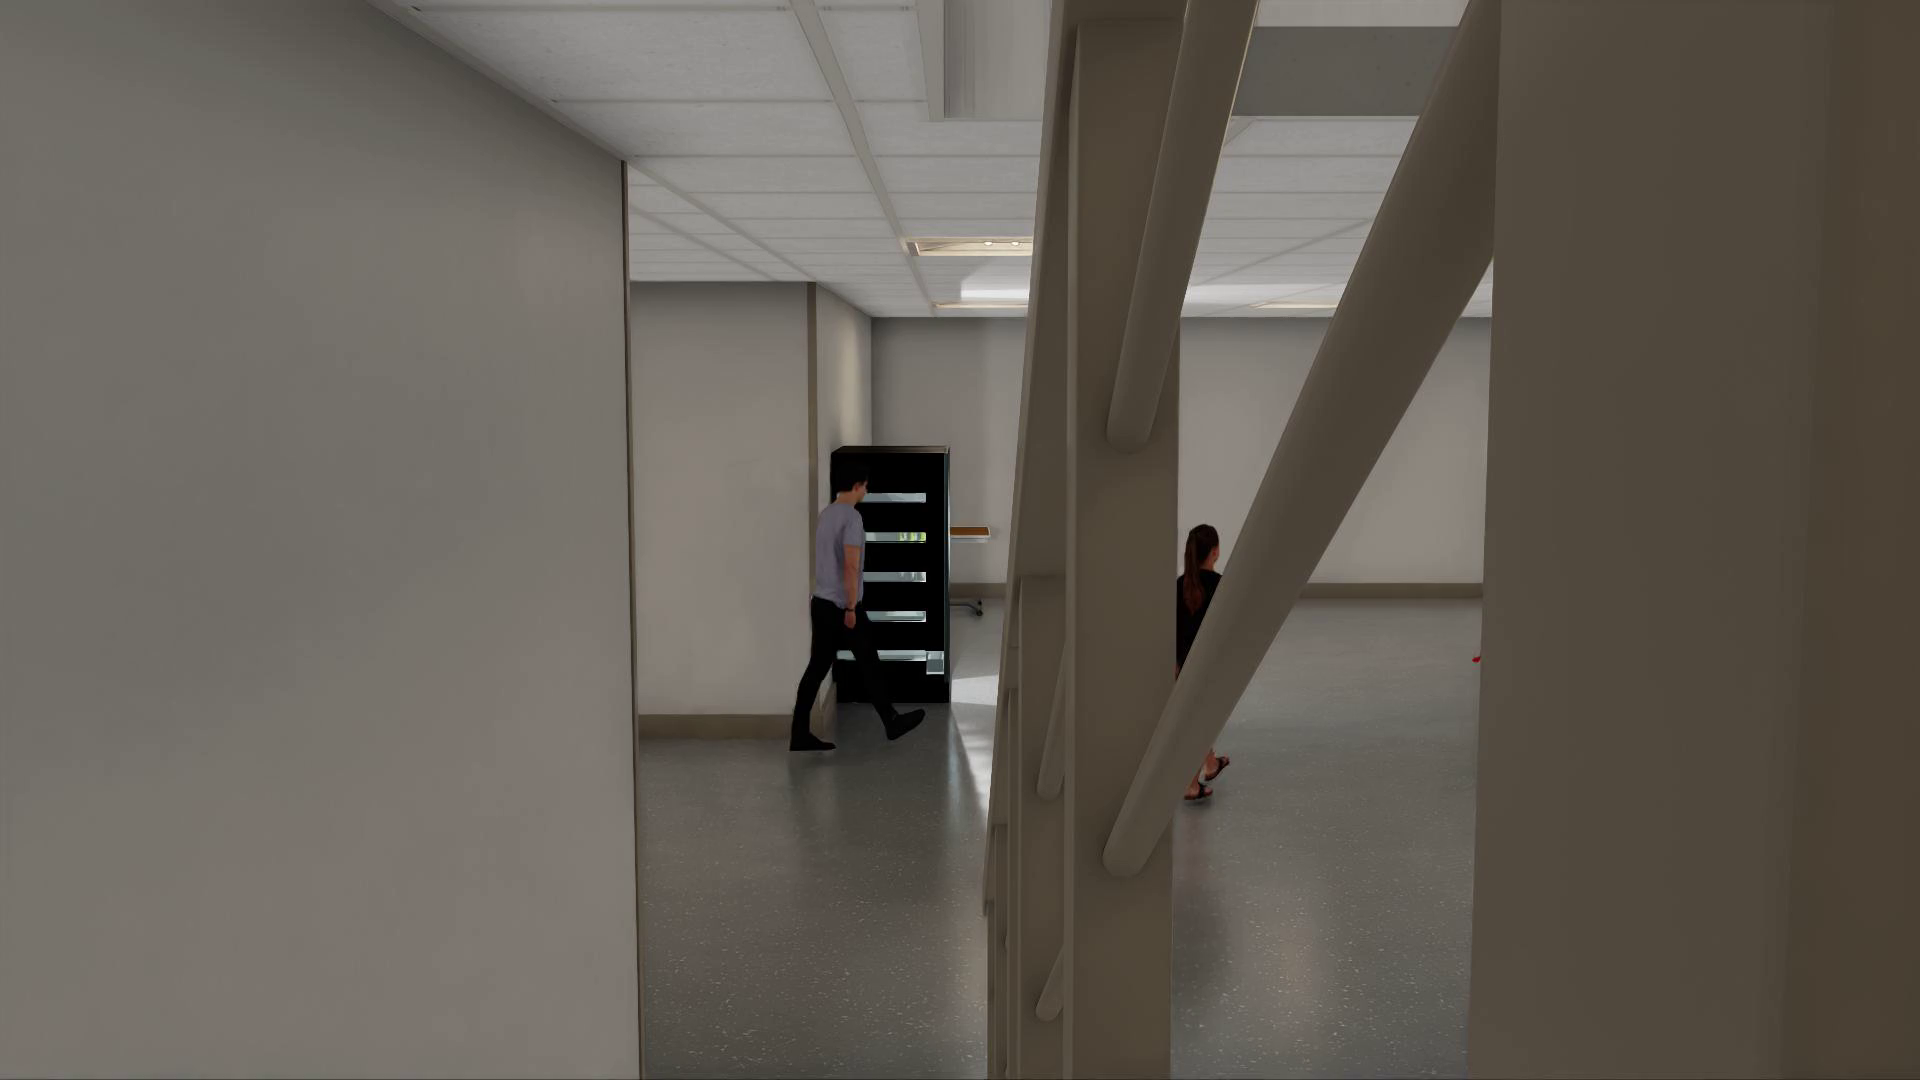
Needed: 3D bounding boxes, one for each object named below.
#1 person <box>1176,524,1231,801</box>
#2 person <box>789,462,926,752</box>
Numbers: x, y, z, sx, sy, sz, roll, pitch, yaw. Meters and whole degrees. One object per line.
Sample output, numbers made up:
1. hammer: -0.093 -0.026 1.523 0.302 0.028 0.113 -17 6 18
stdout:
1. person: 1.349 0.705 9.380 0.874 1.526 1.029 4 7 35
2. person: -0.850 0.456 10.427 1.194 1.811 1.230 -3 7 -30
